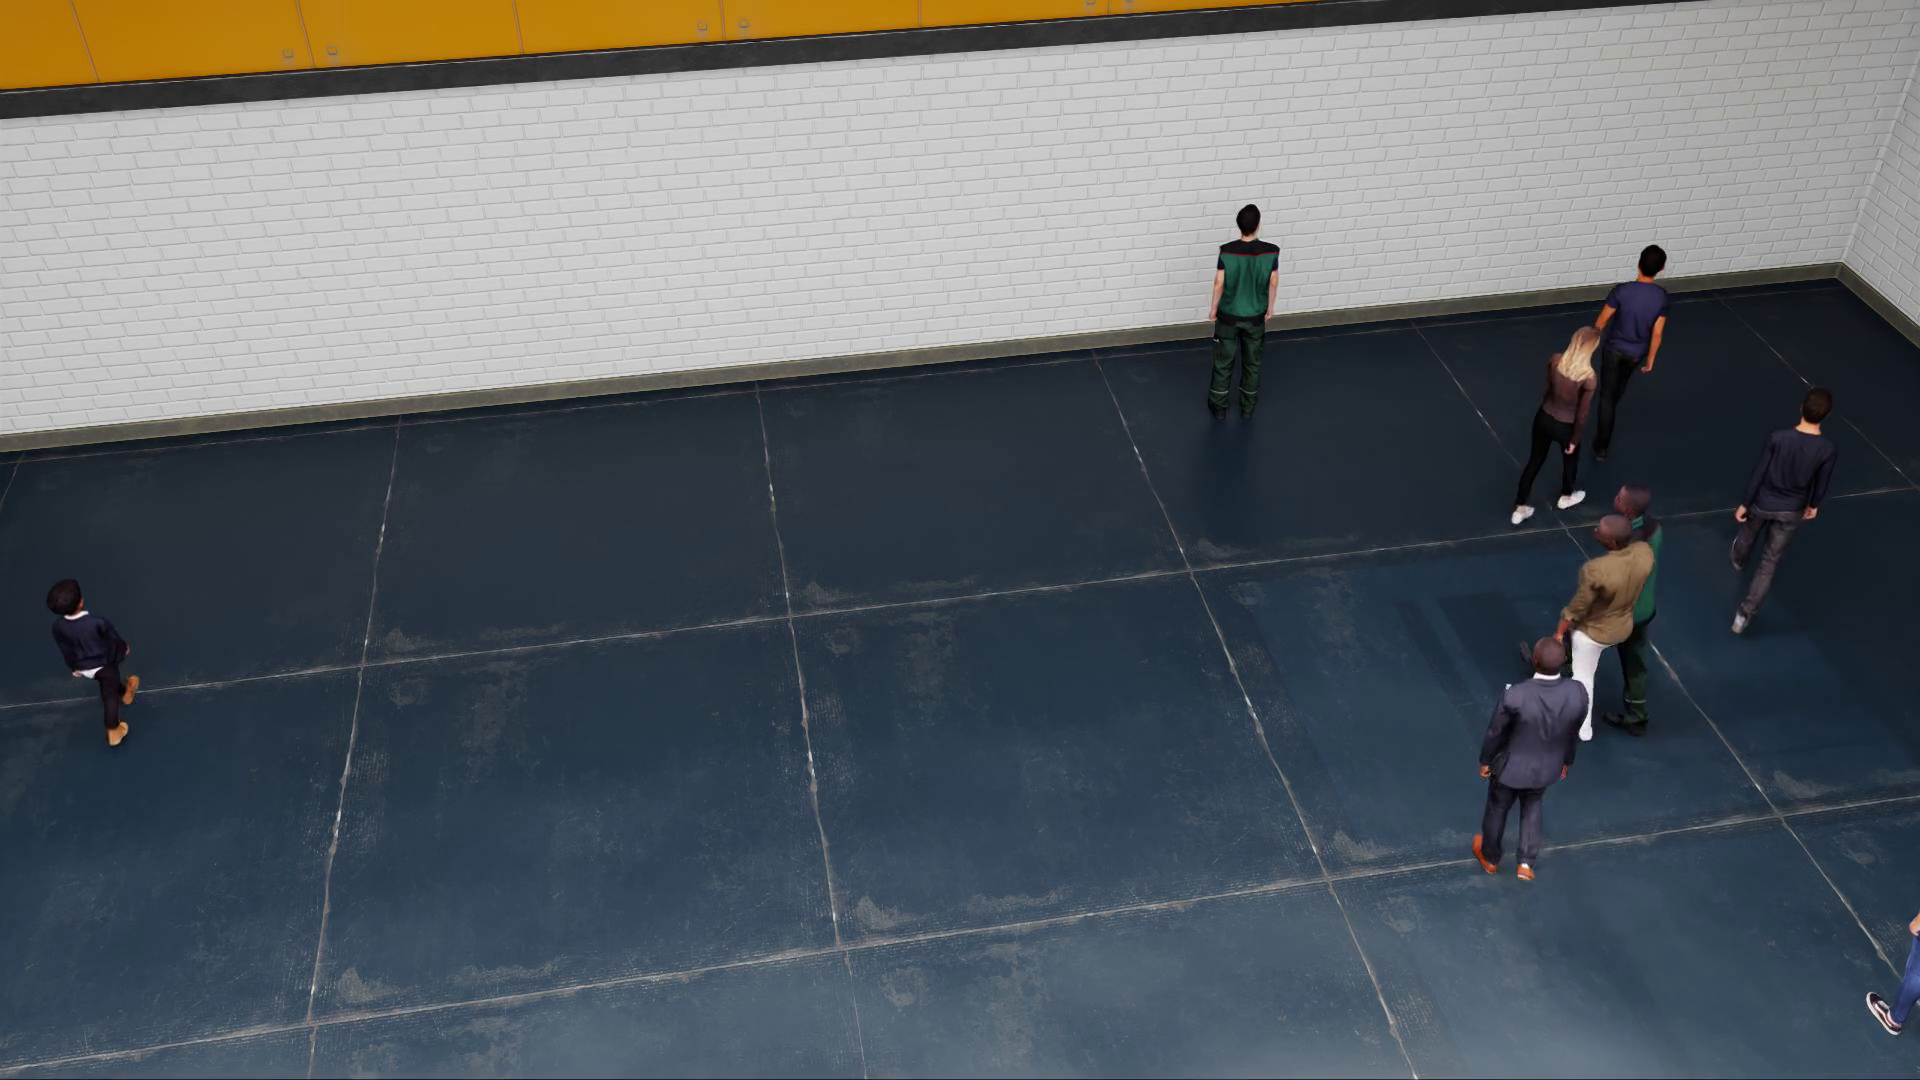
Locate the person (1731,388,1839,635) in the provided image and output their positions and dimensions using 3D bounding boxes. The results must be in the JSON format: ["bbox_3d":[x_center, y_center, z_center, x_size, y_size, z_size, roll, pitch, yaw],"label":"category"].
[{"bbox_3d":[5.629,-0.155,11.471,1.109,1.822,1.289,16,41,19],"label":"person"}]

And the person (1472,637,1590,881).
[{"bbox_3d":[3.291,1.348,9.602,0.768,1.807,0.812,1,39,1],"label":"person"}]

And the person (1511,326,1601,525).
[{"bbox_3d":[4.403,-0.817,12.416,0.931,1.677,0.960,-27,46,-30],"label":"person"}]

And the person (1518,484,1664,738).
[{"bbox_3d":[4.299,0.519,10.673,1.326,1.764,1.124,27,46,30],"label":"person"}]

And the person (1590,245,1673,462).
[{"bbox_3d":[5.247,-1.435,13.139,0.853,1.740,1.176,4,39,5],"label":"person"}]

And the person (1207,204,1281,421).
[{"bbox_3d":[2.289,-1.838,13.516,0.719,1.899,0.644,0,39,1],"label":"person"}]

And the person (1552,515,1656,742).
[{"bbox_3d":[4.094,0.592,10.554,0.860,1.799,0.856,-15,41,-18],"label":"person"}]

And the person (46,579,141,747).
[{"bbox_3d":[-5.608,0.805,10.770,0.586,1.197,0.867,-1,39,-1],"label":"person"}]
